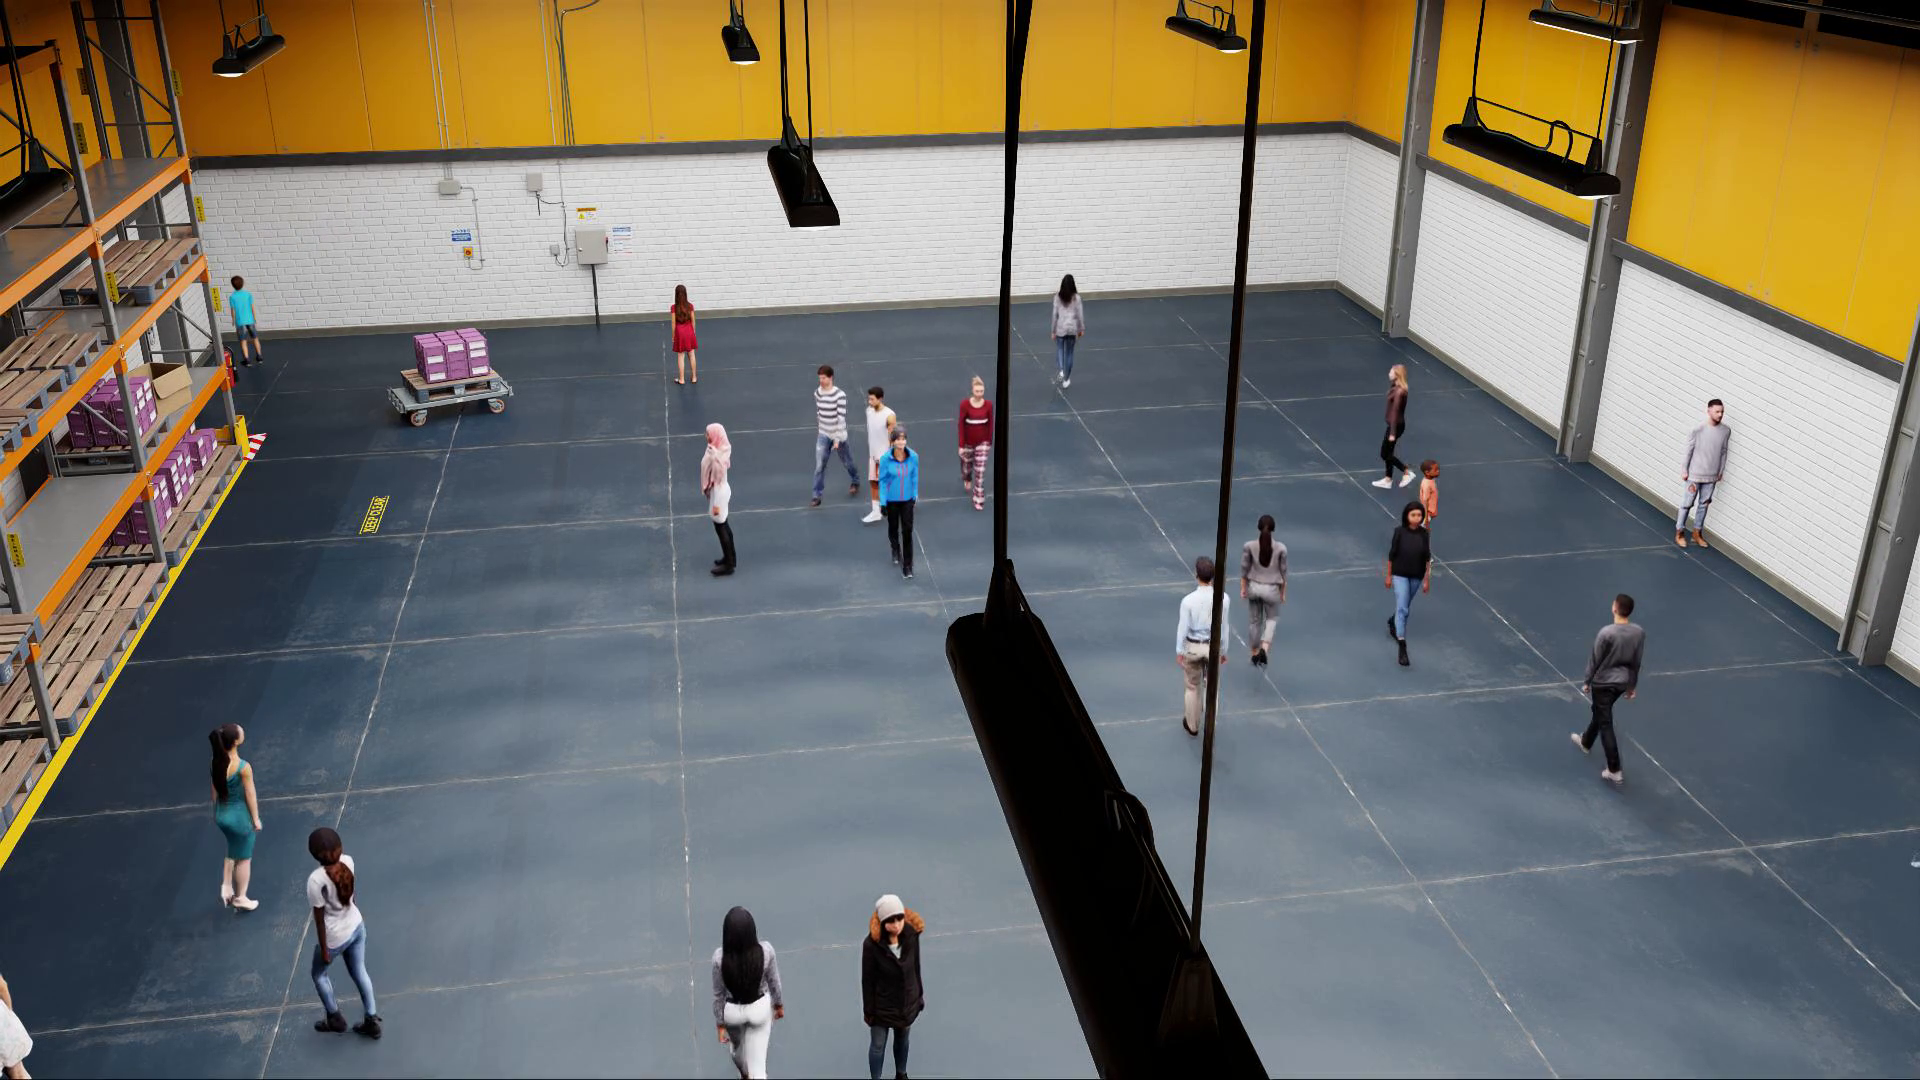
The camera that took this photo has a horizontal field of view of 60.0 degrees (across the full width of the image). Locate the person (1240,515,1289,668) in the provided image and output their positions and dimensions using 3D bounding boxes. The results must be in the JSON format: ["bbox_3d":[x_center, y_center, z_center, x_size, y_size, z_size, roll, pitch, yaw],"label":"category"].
[{"bbox_3d":[3.073,0.566,16.893,0.757,1.668,0.797,7,25,16],"label":"person"}]

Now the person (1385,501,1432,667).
[{"bbox_3d":[4.643,0.376,17.344,0.672,1.656,1.158,-1,24,-2],"label":"person"}]

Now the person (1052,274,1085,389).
[{"bbox_3d":[1.613,-3.169,25.394,0.883,1.704,1.089,5,24,12],"label":"person"}]

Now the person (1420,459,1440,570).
[{"bbox_3d":[5.413,-0.322,19.372,0.621,1.311,0.539,9,25,20],"label":"person"}]

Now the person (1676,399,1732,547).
[{"bbox_3d":[8.866,-0.825,19.864,0.706,1.839,0.624,-1,24,-1],"label":"person"}]

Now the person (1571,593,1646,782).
[{"bbox_3d":[5.909,1.350,15.030,0.637,1.725,1.117,-5,24,-11],"label":"person"}]

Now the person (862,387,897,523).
[{"bbox_3d":[-0.877,-1.086,20.571,1.088,1.750,1.103,-21,31,-40],"label":"person"}]

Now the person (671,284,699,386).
[{"bbox_3d":[-4.251,-3.175,25.596,0.614,1.554,0.672,-11,26,-23],"label":"person"}]

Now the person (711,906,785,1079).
[{"bbox_3d":[-1.381,3.196,10.867,0.646,1.677,1.213,-3,24,-7],"label":"person"}]

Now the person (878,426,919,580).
[{"bbox_3d":[-0.730,-0.464,19.155,0.666,1.745,1.166,-3,24,-6],"label":"person"}]

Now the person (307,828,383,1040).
[{"bbox_3d":[-4.297,2.806,11.720,0.863,1.708,0.815,9,25,21],"label":"person"}]

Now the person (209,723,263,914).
[{"bbox_3d":[-5.746,2.233,13.084,0.703,1.666,0.759,9,25,21],"label":"person"}]

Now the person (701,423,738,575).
[{"bbox_3d":[-2.760,-0.486,19.136,0.730,1.800,0.586,1,24,1],"label":"person"}]

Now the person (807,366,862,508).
[{"bbox_3d":[-1.540,-1.336,21.080,1.118,1.801,1.294,11,26,24],"label":"person"}]

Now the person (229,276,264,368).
[{"bbox_3d":[-11.390,-3.504,26.479,0.591,1.449,0.613,-20,30,-37],"label":"person"}]

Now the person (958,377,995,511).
[{"bbox_3d":[0.176,-1.244,21.018,0.613,1.682,0.854,-4,24,-9],"label":"person"}]

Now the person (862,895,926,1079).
[{"bbox_3d":[-0.456,3.081,11.185,0.697,1.633,0.696,-12,26,-26],"label":"person"}]

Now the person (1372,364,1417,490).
[{"bbox_3d":[5.670,-1.422,21.415,0.864,1.690,0.835,7,25,17],"label":"person"}]

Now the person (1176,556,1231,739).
[{"bbox_3d":[2.284,1.068,15.547,0.655,1.827,0.735,-3,24,-8],"label":"person"}]
